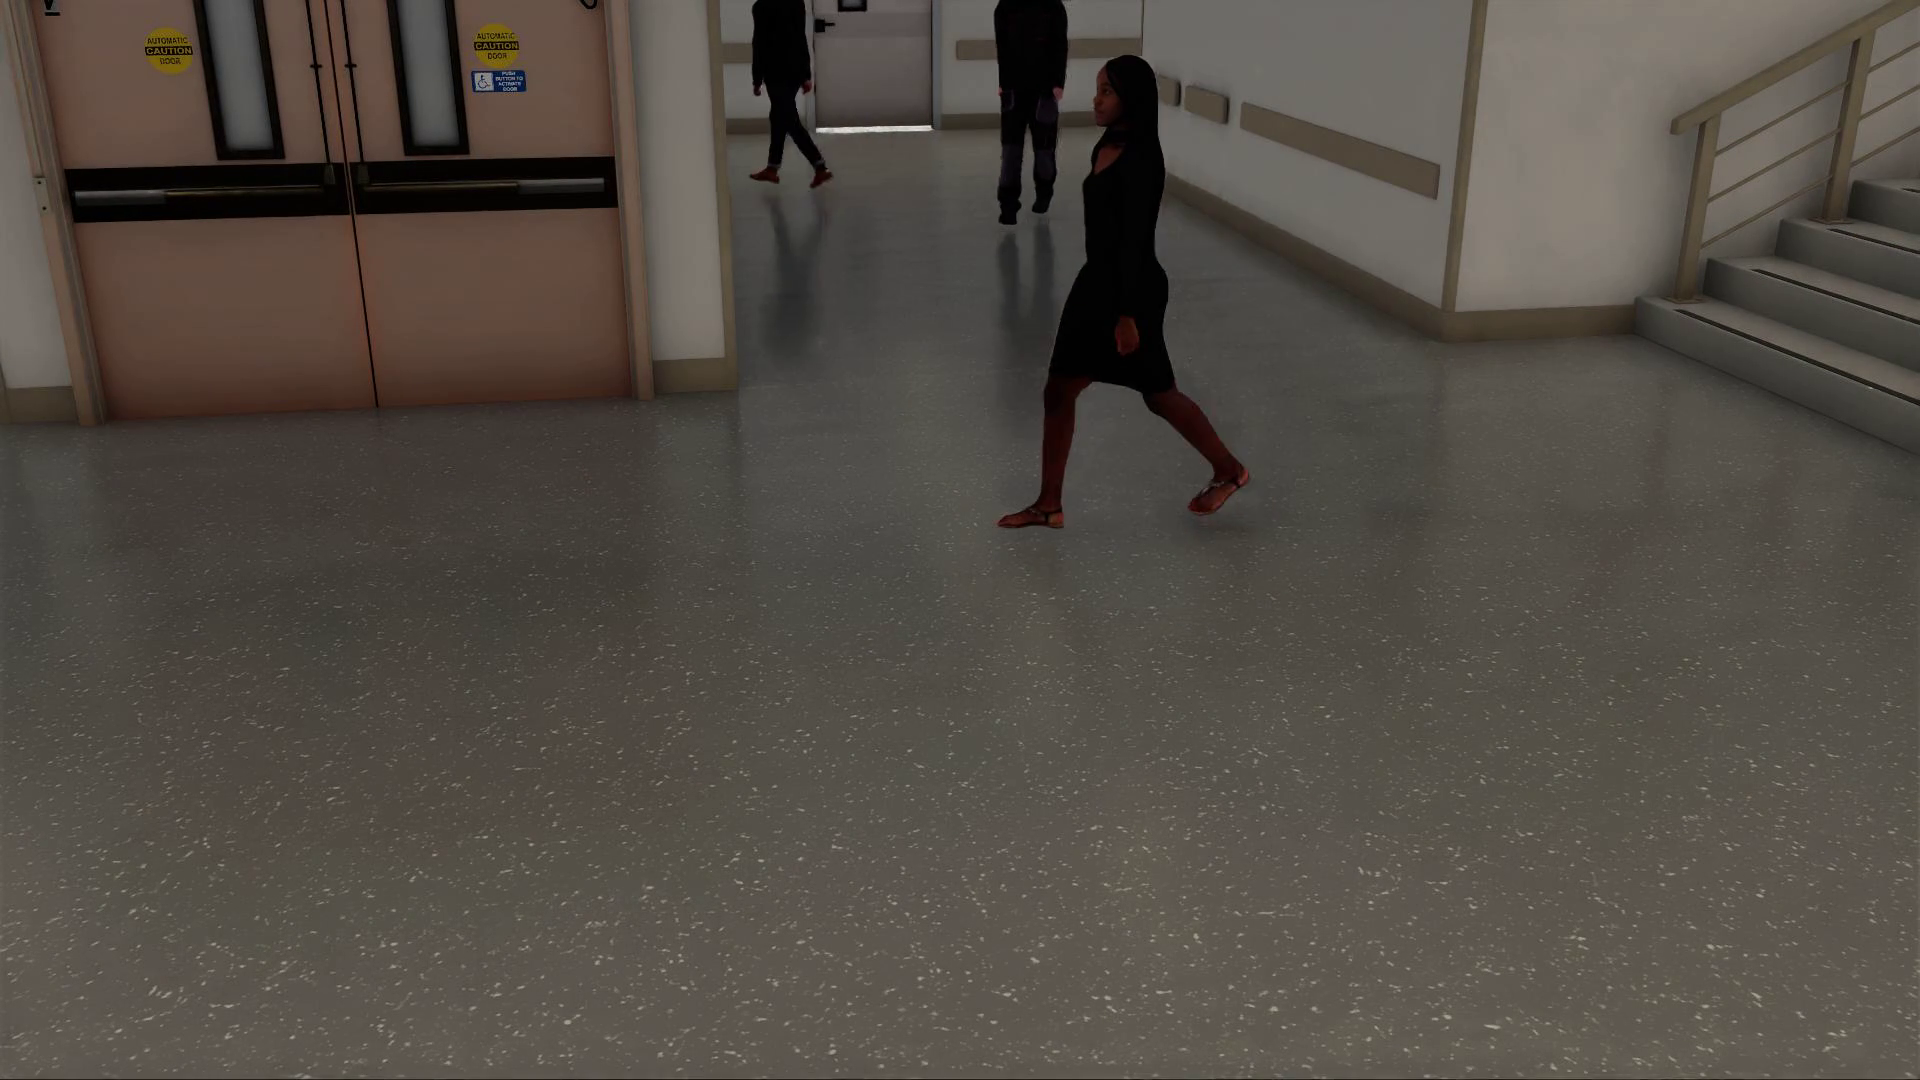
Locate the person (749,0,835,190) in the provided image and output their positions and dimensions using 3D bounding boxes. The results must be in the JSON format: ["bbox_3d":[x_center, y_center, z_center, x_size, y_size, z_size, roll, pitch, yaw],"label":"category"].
[{"bbox_3d":[-1.344,-3.674,13.336,1.273,1.767,1.207,15,25,34],"label":"person"}]

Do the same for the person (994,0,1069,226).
[{"bbox_3d":[0.523,-3.240,12.047,1.244,1.867,1.066,5,21,12],"label":"person"}]

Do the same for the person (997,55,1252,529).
[{"bbox_3d":[0.659,-0.809,5.892,1.213,1.680,0.710,-6,22,-16],"label":"person"}]
